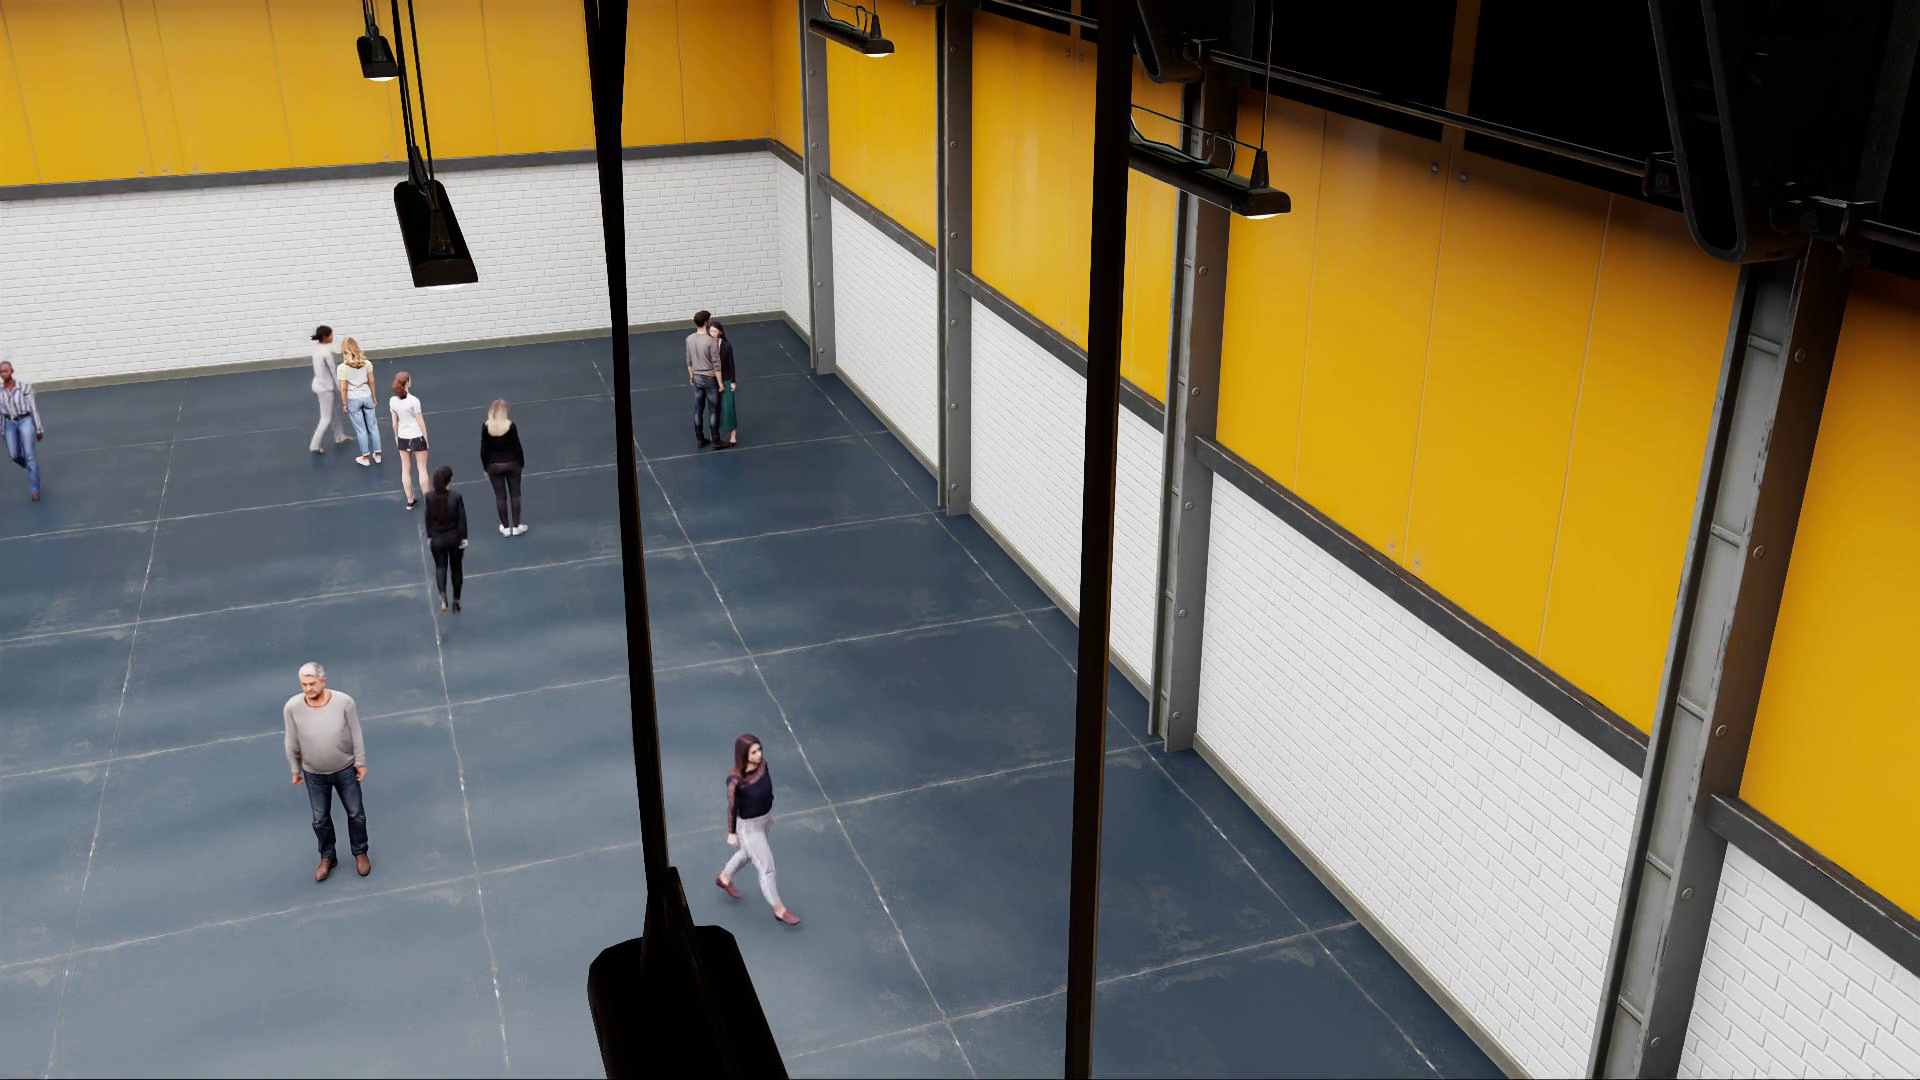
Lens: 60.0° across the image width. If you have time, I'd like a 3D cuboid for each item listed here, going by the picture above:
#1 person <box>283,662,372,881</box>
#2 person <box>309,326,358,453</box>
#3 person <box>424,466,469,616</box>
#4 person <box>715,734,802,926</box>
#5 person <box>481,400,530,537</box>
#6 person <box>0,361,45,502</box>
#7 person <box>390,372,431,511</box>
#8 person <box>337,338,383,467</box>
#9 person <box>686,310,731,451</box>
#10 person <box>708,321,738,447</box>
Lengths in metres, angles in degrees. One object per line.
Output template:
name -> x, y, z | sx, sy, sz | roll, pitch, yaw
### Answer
person -> -5.041, 1.814, 13.299 | 0.765, 1.909, 0.657 | -5, 24, -12
person -> -8.547, -1.991, 22.259 | 1.034, 1.704, 0.945 | 19, 30, 37
person -> -5.429, 0.057, 17.588 | 0.702, 1.693, 0.837 | -3, 24, -6
person -> -1.637, 2.202, 12.826 | 1.116, 1.576, 1.029 | 12, 26, 25
person -> -5.395, -0.850, 19.677 | 0.686, 1.681, 0.623 | -7, 24, -15
person -> -11.738, -1.396, 20.803 | 0.653, 1.780, 0.900 | -7, 25, -16
person -> -6.743, -1.219, 20.431 | 0.654, 1.753, 0.685 | 3, 24, 6
person -> -7.877, -1.819, 21.838 | 0.690, 1.725, 0.656 | -19, 30, -36
person -> -3.424, -2.149, 22.371 | 0.765, 1.903, 0.832 | 11, 26, 24
person -> -3.252, -2.127, 22.529 | 0.691, 1.738, 0.698 | 4, 24, 9
